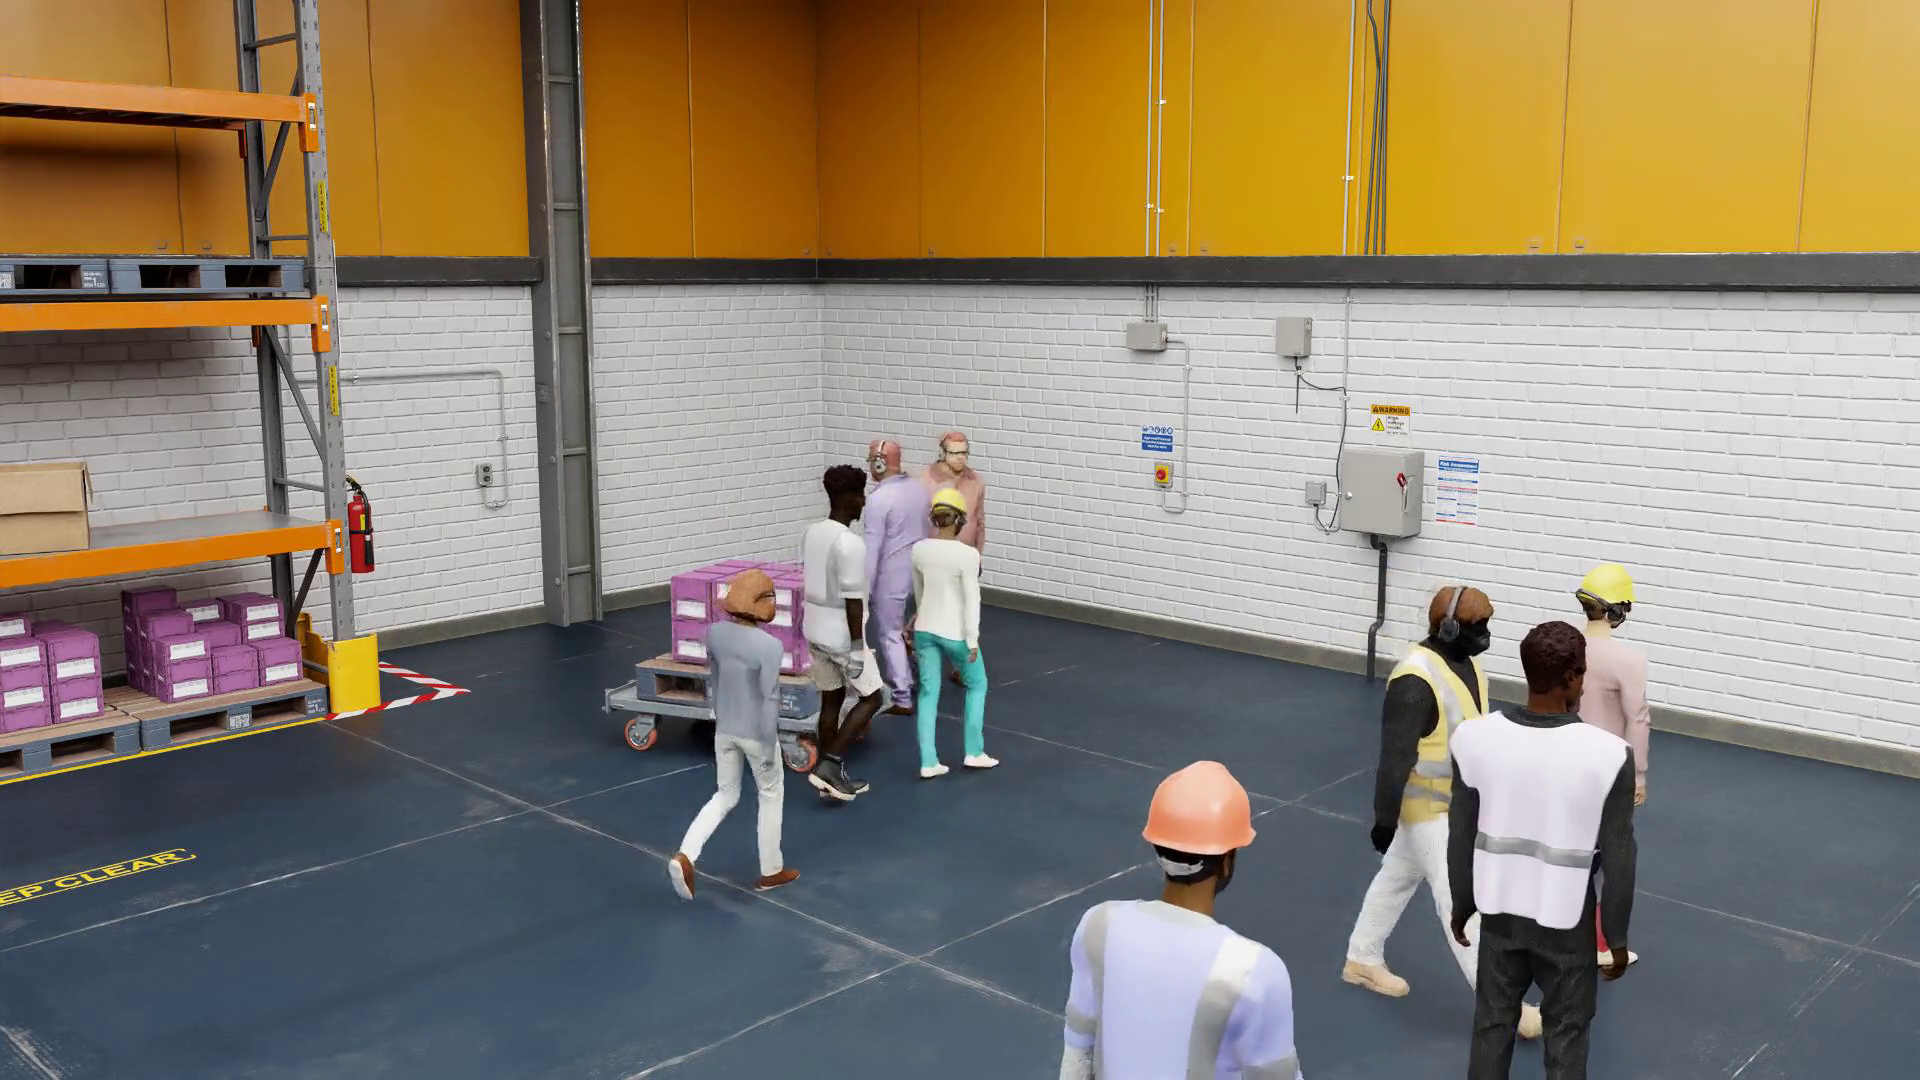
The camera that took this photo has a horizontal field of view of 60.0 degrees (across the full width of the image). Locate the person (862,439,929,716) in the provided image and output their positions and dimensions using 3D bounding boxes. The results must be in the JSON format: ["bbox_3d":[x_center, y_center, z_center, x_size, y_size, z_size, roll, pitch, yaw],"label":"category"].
[{"bbox_3d":[-0.493,0.255,11.319,0.498,1.885,0.670,5,11,29],"label":"person"}]

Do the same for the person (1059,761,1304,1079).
[{"bbox_3d":[0.585,1.448,3.970,0.574,1.897,0.909,8,12,40],"label":"person"}]

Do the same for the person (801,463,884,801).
[{"bbox_3d":[-0.675,0.532,9.456,0.406,1.951,0.607,-7,11,-35],"label":"person"}]

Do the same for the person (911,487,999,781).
[{"bbox_3d":[-0.042,0.551,9.966,0.539,1.737,0.648,6,11,35],"label":"person"}]

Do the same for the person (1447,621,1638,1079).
[{"bbox_3d":[1.863,1.213,5.379,0.587,1.915,0.394,7,11,36],"label":"person"}]

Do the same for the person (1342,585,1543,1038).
[{"bbox_3d":[1.978,1.063,6.709,0.968,1.784,0.642,6,11,34],"label":"person"}]

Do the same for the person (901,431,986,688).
[{"bbox_3d":[-0.134,0.115,12.232,0.667,1.879,0.718,-4,10,-25],"label":"person"}]

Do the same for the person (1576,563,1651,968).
[{"bbox_3d":[2.777,0.975,7.289,0.327,1.767,0.533,-6,11,-34],"label":"person"}]

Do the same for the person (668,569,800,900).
[{"bbox_3d":[-1.077,0.942,7.968,0.502,1.607,0.668,6,11,35],"label":"person"}]
